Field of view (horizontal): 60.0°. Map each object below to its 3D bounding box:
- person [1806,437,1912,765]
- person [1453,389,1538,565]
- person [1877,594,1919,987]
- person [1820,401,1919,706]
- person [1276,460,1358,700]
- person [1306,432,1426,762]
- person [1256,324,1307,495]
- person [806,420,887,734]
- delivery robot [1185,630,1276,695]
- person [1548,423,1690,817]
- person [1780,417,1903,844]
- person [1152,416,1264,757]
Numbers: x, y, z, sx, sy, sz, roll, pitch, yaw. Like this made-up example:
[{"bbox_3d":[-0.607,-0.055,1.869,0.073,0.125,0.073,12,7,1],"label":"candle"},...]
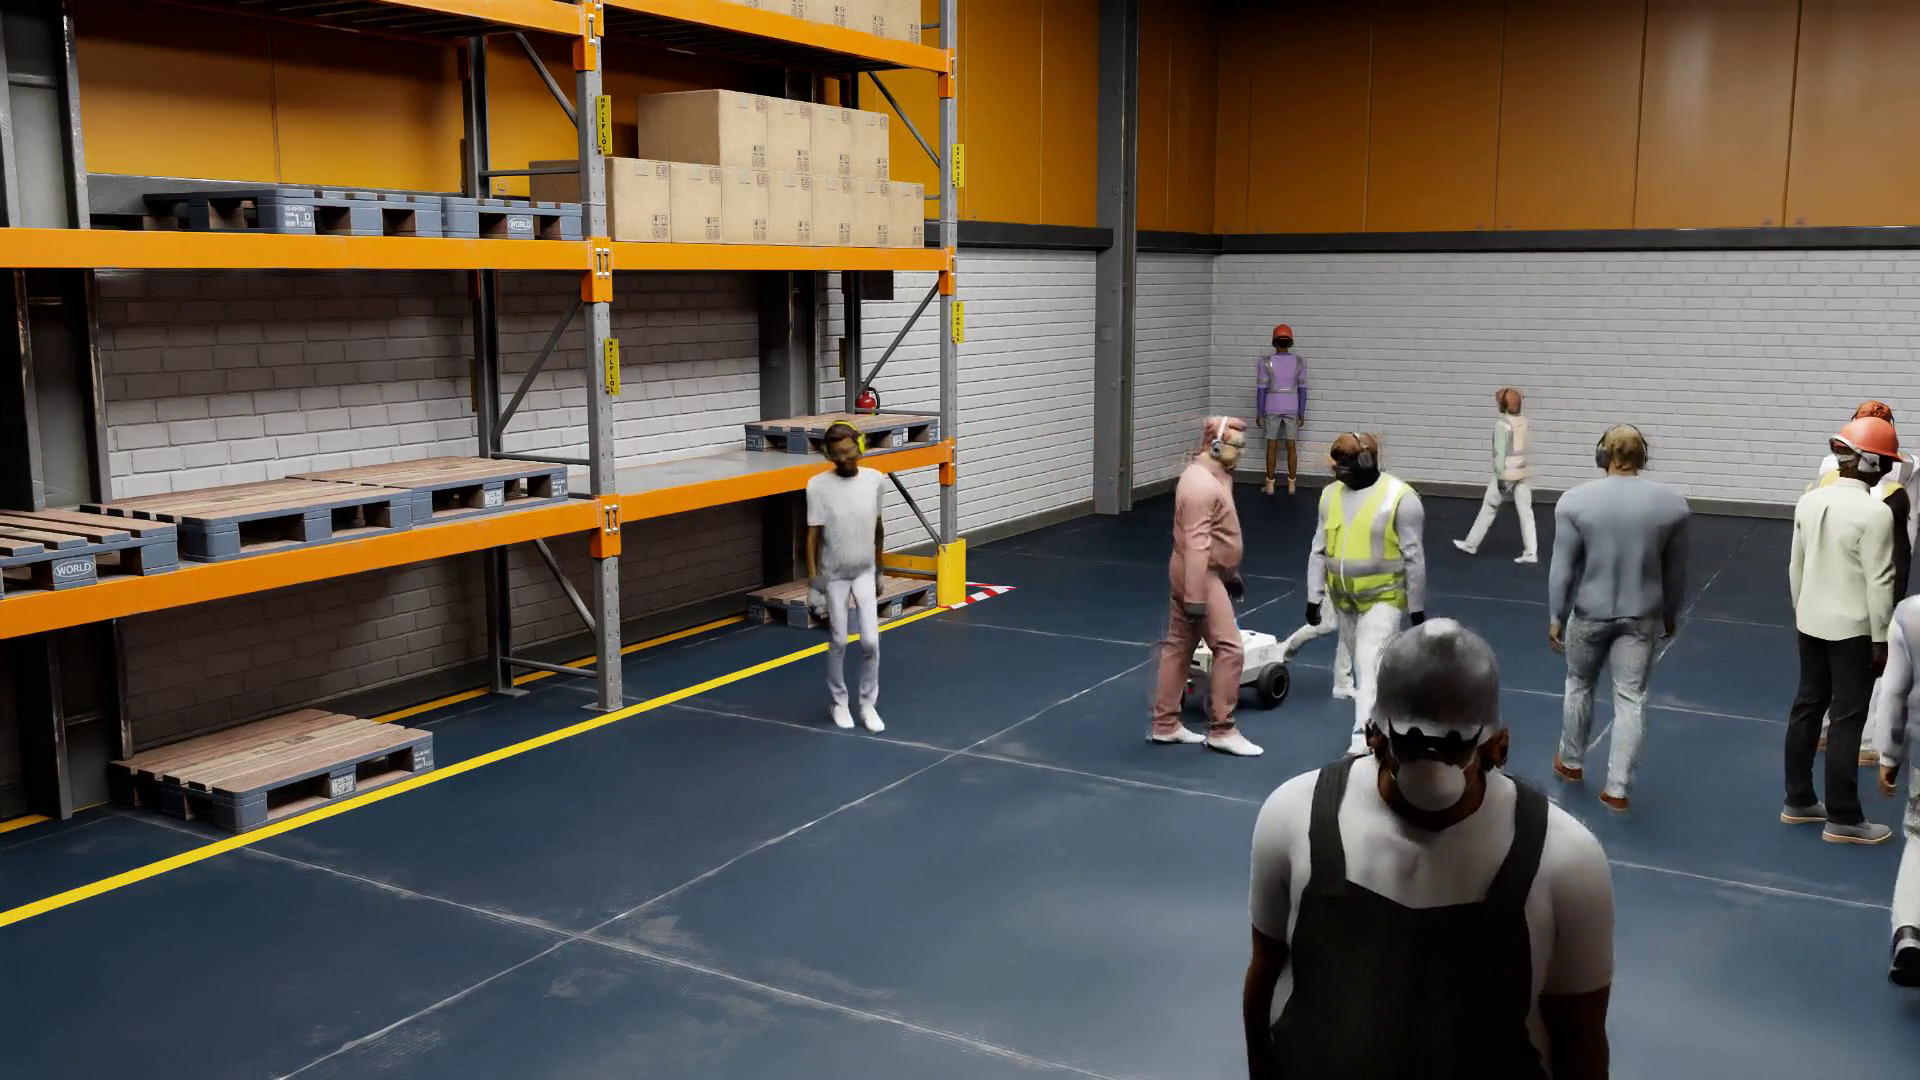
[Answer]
[{"bbox_3d":[4.880,0.293,9.032,0.430,1.838,0.619,-3,10,-20],"label":"person"},{"bbox_3d":[4.990,-0.590,15.298,0.511,1.593,0.868,-6,11,-34],"label":"person"},{"bbox_3d":[3.639,0.789,6.001,0.602,1.819,0.561,7,12,38],"label":"person"},{"bbox_3d":[5.487,0.096,10.114,0.574,1.883,0.355,2,9,11],"label":"person"},{"bbox_3d":[2.295,0.189,10.367,0.603,1.609,0.527,7,11,36],"label":"person"},{"bbox_3d":[2.086,0.342,8.825,0.827,1.811,0.645,-7,12,-38],"label":"person"},{"bbox_3d":[3.836,-1.554,19.910,0.607,2.044,0.371,0,9,-3],"label":"person"},{"bbox_3d":[-0.652,0.214,9.540,0.532,1.826,0.643,-3,10,-19],"label":"person"},{"bbox_3d":[1.601,0.711,10.112,0.707,0.478,0.477,-9,13,-43],"label":"delivery robot"},{"bbox_3d":[3.274,0.368,8.346,0.660,1.903,0.875,2,9,14],"label":"person"},{"bbox_3d":[4.156,0.415,7.802,0.395,1.985,0.608,-2,9,-10],"label":"person"},{"bbox_3d":[1.411,0.250,9.166,0.736,1.868,0.677,1,9,5],"label":"person"}]
